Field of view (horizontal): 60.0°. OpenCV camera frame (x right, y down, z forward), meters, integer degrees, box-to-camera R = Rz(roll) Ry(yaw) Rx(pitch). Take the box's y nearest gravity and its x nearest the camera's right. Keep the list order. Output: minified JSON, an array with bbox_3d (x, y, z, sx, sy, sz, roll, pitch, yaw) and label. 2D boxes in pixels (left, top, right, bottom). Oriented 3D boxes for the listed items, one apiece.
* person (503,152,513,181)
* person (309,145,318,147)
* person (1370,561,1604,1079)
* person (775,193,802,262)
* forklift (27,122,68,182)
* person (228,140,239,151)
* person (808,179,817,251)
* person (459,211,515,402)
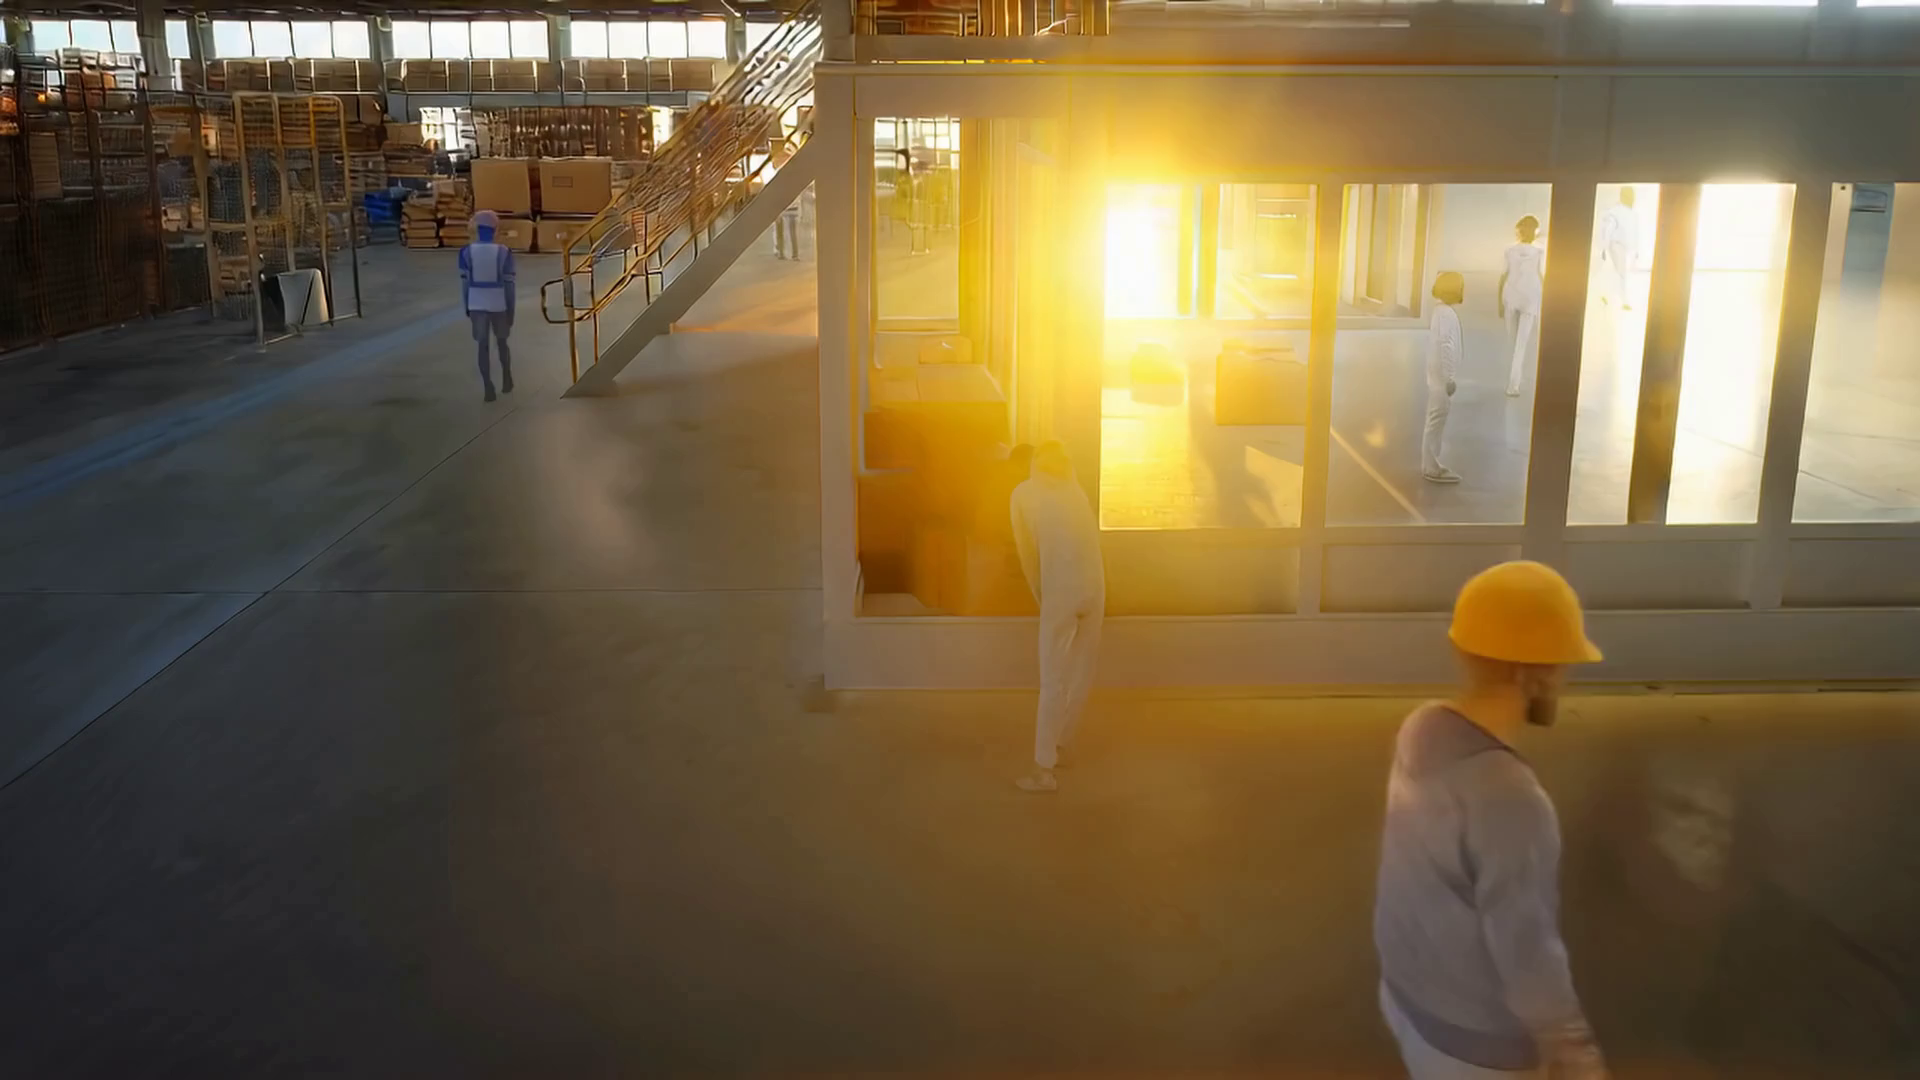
[{"bbox_3d":[-16.788,-13.508,61.656,0.909,1.724,0.522,-7,16,-27],"label":"person"},{"bbox_3d":[-36.323,-21.523,93.500,0.634,1.831,0.429,-9,16,-31],"label":"person"},{"bbox_3d":[1.076,0.973,3.412,0.418,1.911,0.595,1,14,3],"label":"person"},{"bbox_3d":[-3.475,-6.574,33.628,0.585,1.882,0.337,2,14,8],"label":"person"},{"bbox_3d":[-35.376,-14.773,64.377,1.129,2.768,1.873,-1,14,-2],"label":"forklift"},{"bbox_3d":[-35.718,-18.706,81.918,0.646,1.975,0.672,-8,16,-31],"label":"person"},{"bbox_3d":[-3.086,-7.362,36.454,0.382,2.045,0.605,7,16,25],"label":"person"},{"bbox_3d":[-4.764,-2.377,16.861,0.549,1.883,0.976,-3,14,-10],"label":"person"}]
